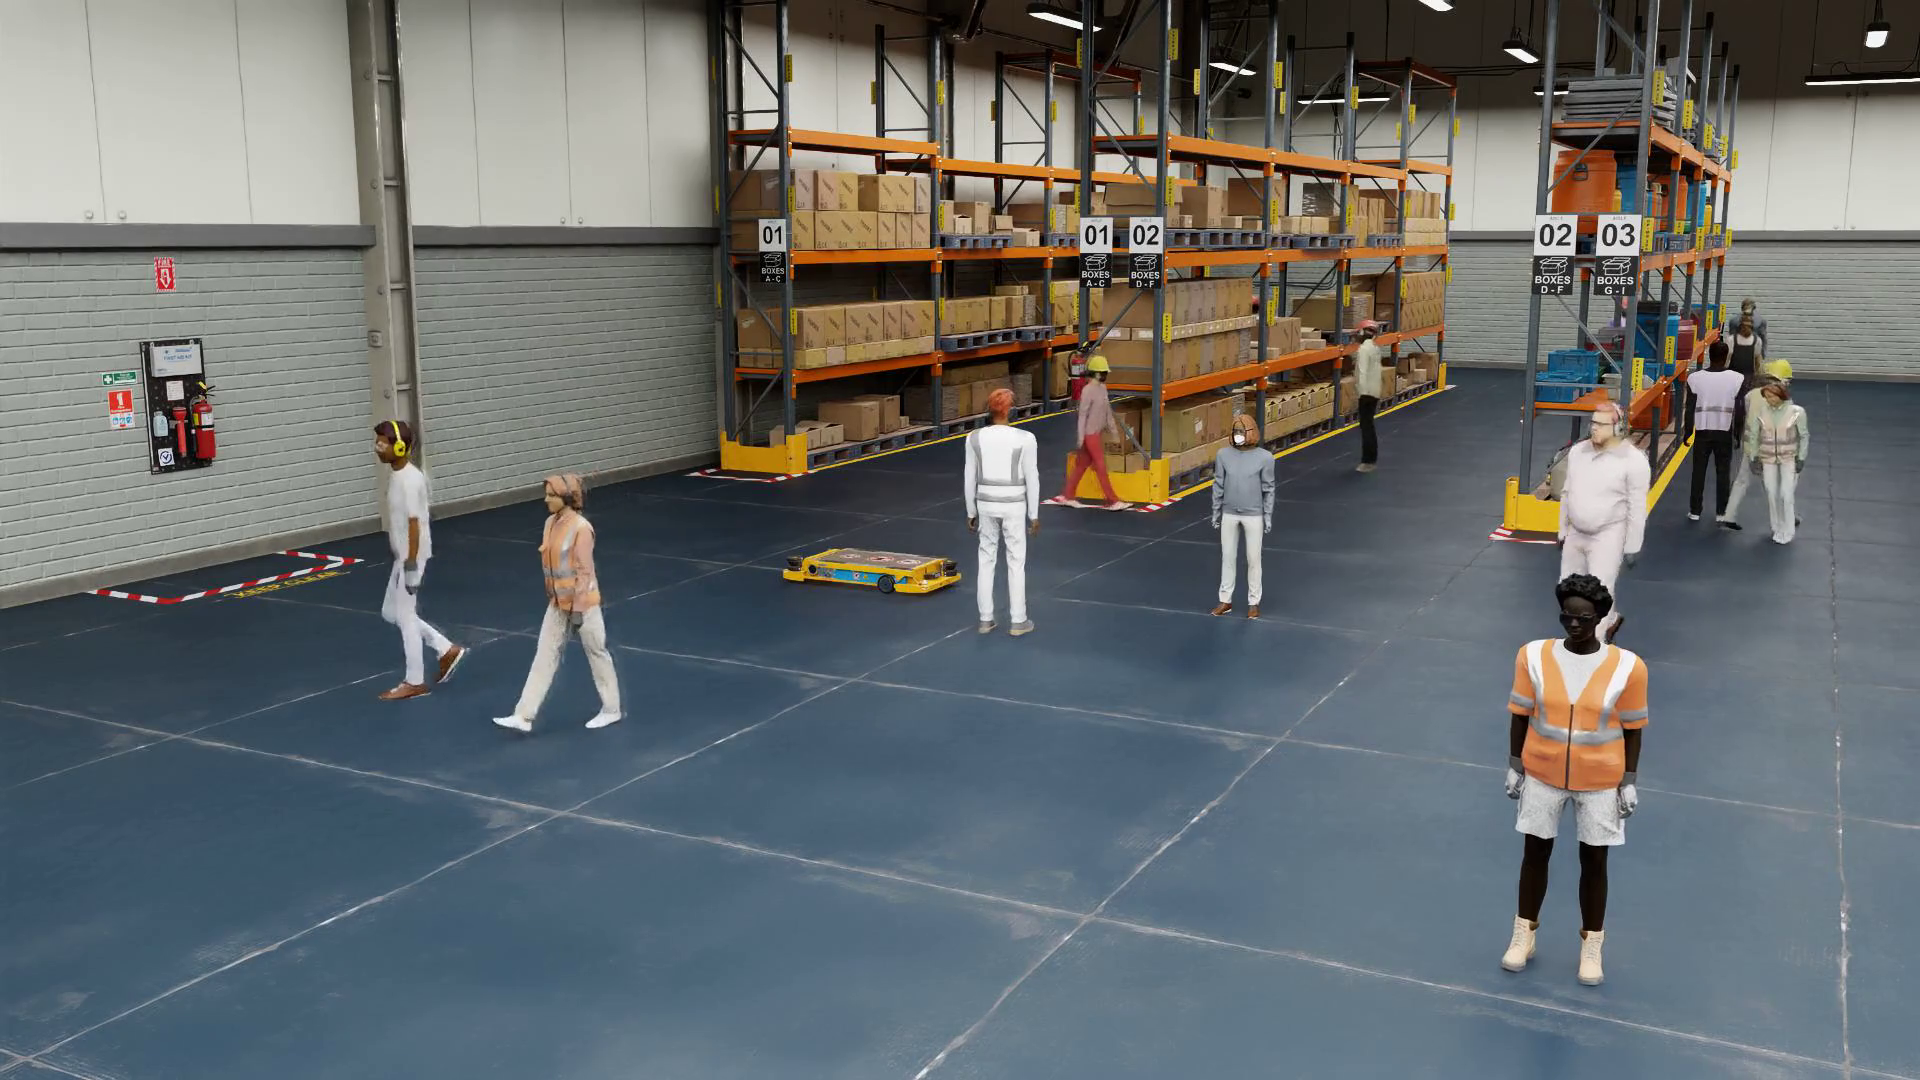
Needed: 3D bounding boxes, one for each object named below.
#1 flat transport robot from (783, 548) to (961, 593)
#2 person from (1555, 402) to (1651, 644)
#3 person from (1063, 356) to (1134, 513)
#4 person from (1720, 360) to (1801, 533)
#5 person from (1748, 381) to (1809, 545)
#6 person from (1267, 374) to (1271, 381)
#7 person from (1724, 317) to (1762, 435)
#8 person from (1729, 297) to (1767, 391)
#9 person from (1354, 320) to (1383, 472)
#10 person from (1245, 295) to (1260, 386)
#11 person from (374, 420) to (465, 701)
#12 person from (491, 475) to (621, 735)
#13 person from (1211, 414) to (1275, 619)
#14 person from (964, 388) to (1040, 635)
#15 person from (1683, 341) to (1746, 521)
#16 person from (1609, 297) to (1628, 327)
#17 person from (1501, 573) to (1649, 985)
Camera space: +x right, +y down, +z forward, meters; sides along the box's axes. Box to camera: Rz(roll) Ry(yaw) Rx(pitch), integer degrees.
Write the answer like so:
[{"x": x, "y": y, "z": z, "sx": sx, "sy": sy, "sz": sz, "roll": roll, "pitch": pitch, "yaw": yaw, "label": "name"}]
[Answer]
[{"x": -0.771, "y": 0.253, "z": 14.536, "sx": 1.431, "sy": 0.197, "sz": 0.652, "roll": 5, "pitch": 12, "yaw": 27, "label": "flat transport robot"}, {"x": 4.490, "y": -0.029, "z": 11.641, "sx": 0.621, "sy": 1.892, "sz": 0.659, "roll": -6, "pitch": 12, "yaw": -29, "label": "person"}, {"x": 1.519, "y": -1.167, "z": 18.339, "sx": 0.896, "sy": 1.716, "sz": 0.523, "roll": 5, "pitch": 11, "yaw": 23, "label": "person"}, {"x": 8.221, "y": -0.945, "z": 16.976, "sx": 0.960, "sy": 1.784, "sz": 0.586, "roll": -5, "pitch": 12, "yaw": -26, "label": "person"}, {"x": 8.066, "y": -0.763, "z": 16.429, "sx": 0.535, "sy": 1.607, "sz": 0.648, "roll": 9, "pitch": 14, "yaw": 41, "label": "person"}, {"x": 5.809, "y": -3.654, "z": 31.654, "sx": 0.597, "sy": 1.812, "sz": 0.679, "roll": 4, "pitch": 11, "yaw": 19, "label": "person"}, {"x": 12.025, "y": -2.532, "z": 25.589, "sx": 0.505, "sy": 1.793, "sz": 0.989, "roll": 5, "pitch": 12, "yaw": 26, "label": "person"}, {"x": 14.398, "y": -3.486, "z": 30.449, "sx": 0.640, "sy": 1.913, "sz": 0.623, "roll": 5, "pitch": 11, "yaw": 24, "label": "person"}, {"x": 5.237, "y": -1.857, "z": 21.510, "sx": 0.403, "sy": 1.949, "sz": 0.784, "roll": 6, "pitch": 12, "yaw": 31, "label": "person"}, {"x": 5.022, "y": -3.180, "z": 28.472, "sx": 0.628, "sy": 2.024, "sz": 0.491, "roll": 5, "pitch": 12, "yaw": 27, "label": "person"}, {"x": -3.588, "y": 0.129, "z": 10.893, "sx": 0.478, "sy": 1.855, "sz": 0.544, "roll": -5, "pitch": 12, "yaw": -26, "label": "person"}, {"x": -2.427, "y": 0.405, "z": 10.061, "sx": 0.831, "sy": 1.591, "sz": 0.541, "roll": -10, "pitch": 14, "yaw": -42, "label": "person"}, {"x": 2.246, "y": -0.189, "z": 13.225, "sx": 0.504, "sy": 1.632, "sz": 0.270, "roll": 6, "pitch": 12, "yaw": 28, "label": "person"}, {"x": 0.324, "y": -0.213, "z": 12.677, "sx": 0.584, "sy": 1.882, "sz": 0.337, "roll": 3, "pitch": 11, "yaw": 17, "label": "person"}, {"x": 8.024, "y": -1.152, "z": 17.720, "sx": 0.587, "sy": 1.913, "sz": 0.391, "roll": 5, "pitch": 11, "yaw": 25, "label": "person"}, {"x": 12.433, "y": -3.609, "z": 31.182, "sx": 0.554, "sy": 1.901, "sz": 0.934, "roll": 7, "pitch": 12, "yaw": 33, "label": "person"}, {"x": 2.491, "y": 0.964, "z": 6.770, "sx": 0.538, "sy": 1.695, "sz": 0.319, "roll": 6, "pitch": 12, "yaw": 28, "label": "person"}]
